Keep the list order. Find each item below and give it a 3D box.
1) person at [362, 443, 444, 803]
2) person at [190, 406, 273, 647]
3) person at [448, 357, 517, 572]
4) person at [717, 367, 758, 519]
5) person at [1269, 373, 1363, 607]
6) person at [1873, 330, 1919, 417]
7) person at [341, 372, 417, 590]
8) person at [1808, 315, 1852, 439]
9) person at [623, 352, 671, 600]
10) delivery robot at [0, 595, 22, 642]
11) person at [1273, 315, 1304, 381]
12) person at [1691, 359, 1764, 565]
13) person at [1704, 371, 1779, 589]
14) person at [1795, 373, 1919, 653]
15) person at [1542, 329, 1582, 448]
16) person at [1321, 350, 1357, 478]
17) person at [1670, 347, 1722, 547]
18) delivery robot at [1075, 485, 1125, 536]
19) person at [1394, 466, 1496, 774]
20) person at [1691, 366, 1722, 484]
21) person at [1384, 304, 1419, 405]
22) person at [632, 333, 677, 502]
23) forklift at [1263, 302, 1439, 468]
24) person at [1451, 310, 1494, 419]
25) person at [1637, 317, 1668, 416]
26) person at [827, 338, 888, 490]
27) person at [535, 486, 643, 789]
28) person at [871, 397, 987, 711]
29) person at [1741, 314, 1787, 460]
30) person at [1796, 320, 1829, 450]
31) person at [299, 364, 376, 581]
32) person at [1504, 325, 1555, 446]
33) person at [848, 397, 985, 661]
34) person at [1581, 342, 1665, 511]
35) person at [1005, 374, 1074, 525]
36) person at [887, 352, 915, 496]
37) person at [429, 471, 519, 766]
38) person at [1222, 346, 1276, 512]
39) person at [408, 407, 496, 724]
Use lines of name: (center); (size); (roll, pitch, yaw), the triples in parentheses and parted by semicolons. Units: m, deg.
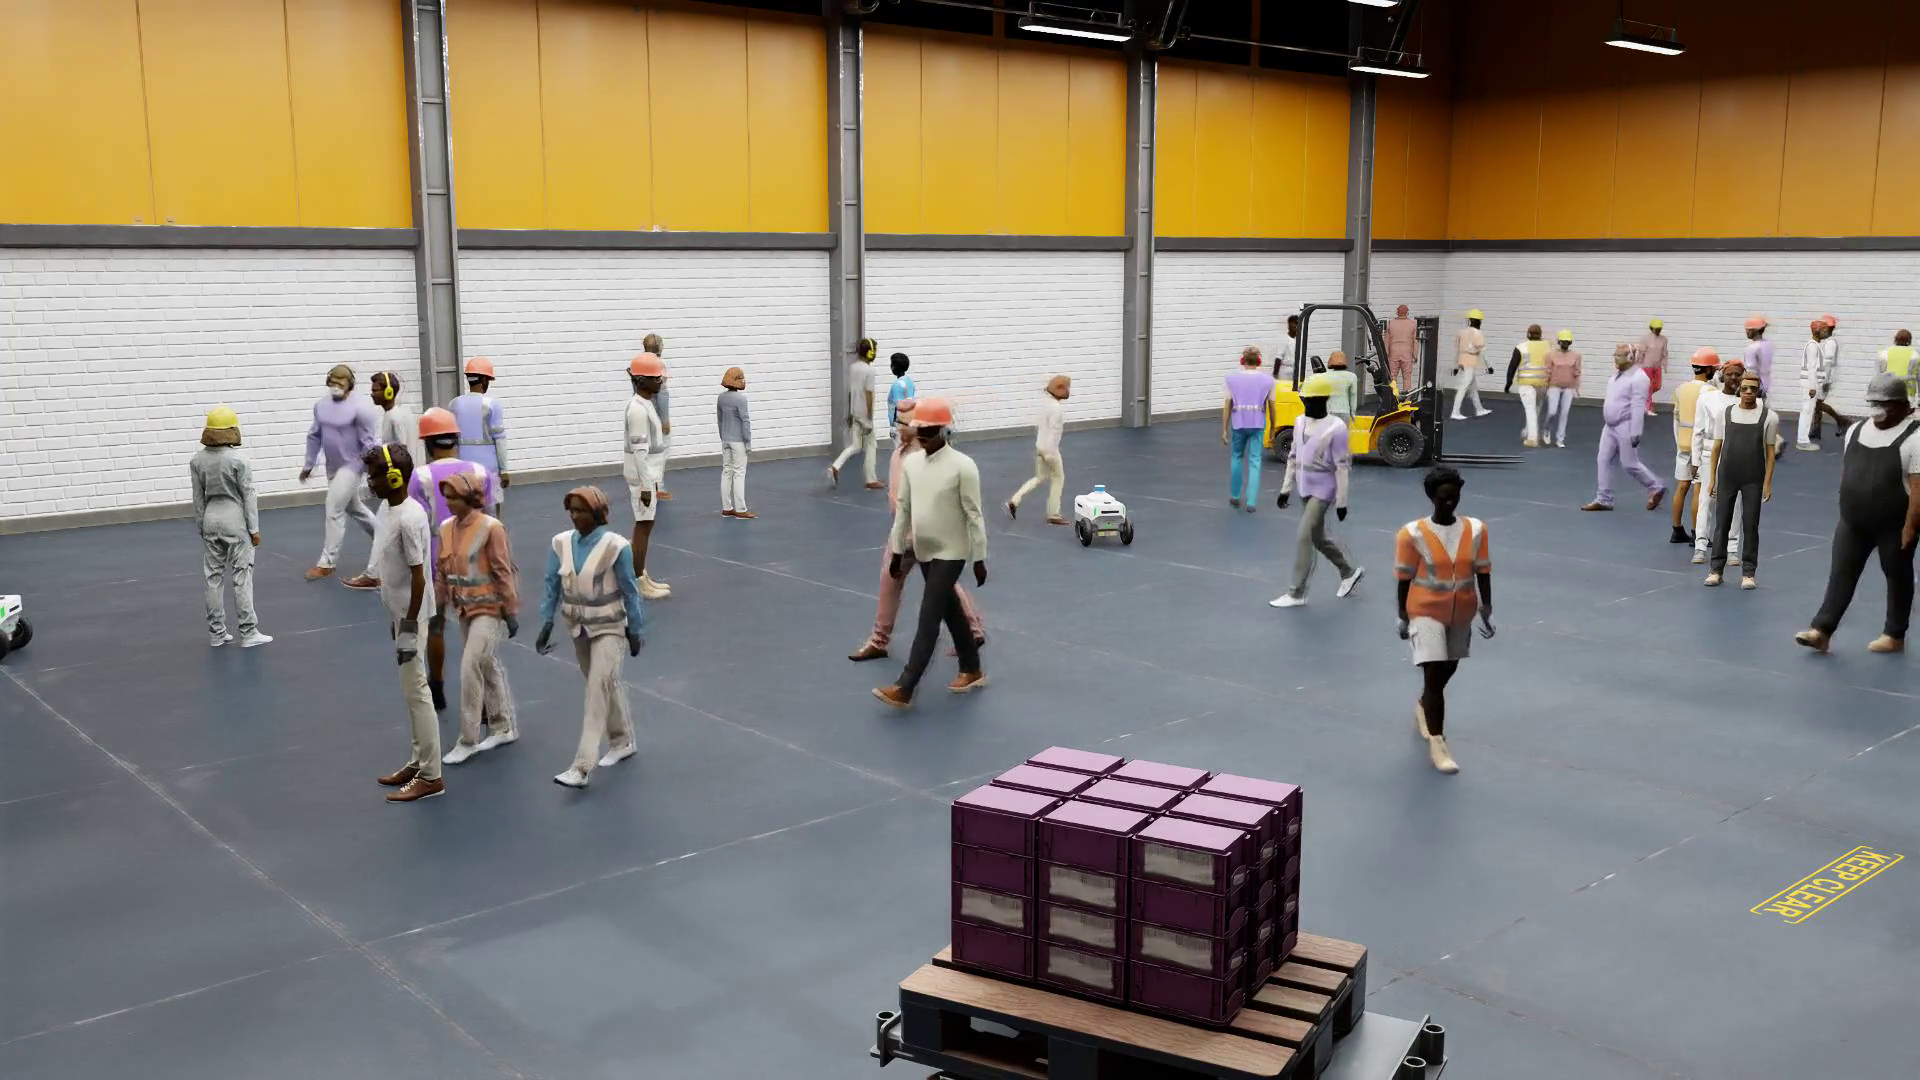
person: (-2.886, 0.424, 8.622); (0.328, 1.865, 0.520); (-4, 11, -23)
person: (-5.272, -0.093, 11.999); (0.487, 1.744, 0.296); (2, 10, 10)
person: (-4.230, -0.651, 14.730); (0.543, 1.928, 0.371); (3, 10, 16)
person: (-2.411, -1.042, 17.878); (0.497, 1.633, 0.285); (9, 14, 44)
person: (2.936, -0.411, 13.443); (0.905, 1.897, 0.603); (-4, 10, -22)
person: (13.175, -2.052, 23.340); (0.654, 1.793, 0.963); (7, 12, 37)
person: (-4.861, -0.493, 14.073); (0.919, 1.831, 0.501); (-3, 10, -17)
person: (13.298, -2.480, 25.459); (0.601, 1.917, 0.556); (4, 10, 22)
person: (-2.560, -0.518, 13.656); (0.393, 2.038, 0.606); (-1, 10, -6)
delivery robot: (-6.980, 0.519, 11.618); (0.707, 0.478, 0.477); (-2, 10, -8)
person: (4.923, -2.444, 25.265); (0.370, 1.931, 0.768); (6, 11, 32)
person: (6.988, -0.709, 15.196); (0.575, 1.885, 0.355); (3, 10, 19)
person: (6.629, -0.506, 14.118); (0.507, 1.847, 0.345); (6, 11, 31)
person: (6.375, -0.183, 11.657); (0.957, 2.000, 0.709); (-5, 11, -28)
person: (8.844, -2.223, 24.430); (0.535, 1.752, 0.372); (1, 10, 3)
person: (4.758, -1.580, 21.030); (0.507, 1.631, 0.267); (0, 10, -1)
person: (7.168, -0.899, 16.149); (0.356, 1.939, 0.543); (-3, 10, -19)
delivery robot: (1.376, -0.298, 16.399); (0.477, 0.478, 0.707); (-2, 10, -12)
person: (2.692, 0.399, 9.353); (0.527, 1.663, 0.841); (-2, 10, -9)
person: (9.248, -1.491, 20.537); (0.327, 1.628, 0.522); (8, 12, 39)
person: (8.339, -3.497, 31.450); (0.651, 1.907, 0.409); (3, 10, 17)
person: (-3.532, -1.407, 19.128); (0.362, 1.937, 0.642); (-8, 13, -40)
forklift: (5.320, -2.157, 22.763); (2.313, 2.155, 1.214); (3, 10, 16)
person: (8.898, -3.021, 28.724); (0.965, 1.877, 0.595); (-2, 10, -12)
person: (12.224, -3.078, 29.453); (0.544, 1.740, 0.595); (-2, 10, -9)
person: (-1.227, -1.495, 19.921); (0.743, 1.843, 0.555); (-7, 12, -36)
person: (-1.998, 0.512, 8.907); (0.521, 1.595, 0.858); (5, 11, 27)
person: (-0.187, 0.073, 10.441); (1.043, 1.938, 0.648); (-9, 13, -43)
person: (10.931, -2.079, 22.799); (0.653, 2.024, 0.792); (-6, 12, -33)
person: (12.414, -2.251, 24.216); (0.341, 1.883, 0.587); (5, 11, 26)
person: (-5.391, -0.626, 14.712); (0.695, 1.886, 1.001); (6, 12, 33)
person: (8.535, -2.322, 24.910); (0.651, 1.779, 0.969); (0, 10, -1)
person: (-0.257, -0.075, 11.581); (0.930, 1.858, 0.634); (-7, 12, -34)
person: (7.353, -1.238, 18.307); (0.833, 1.877, 0.650); (-2, 10, -10)
person: (0.838, -0.938, 17.367); (0.655, 1.596, 0.509); (-2, 10, -12)
person: (-0.687, -1.348, 19.481); (0.319, 1.698, 0.532); (3, 10, 15)
person: (-2.774, 0.433, 9.273); (0.535, 1.615, 0.678); (7, 12, 37)
person: (3.217, -1.245, 18.545); (0.582, 1.809, 0.856); (1, 10, 7)
person: (-3.120, 0.136, 10.180); (0.577, 1.892, 0.907); (-7, 12, -34)
